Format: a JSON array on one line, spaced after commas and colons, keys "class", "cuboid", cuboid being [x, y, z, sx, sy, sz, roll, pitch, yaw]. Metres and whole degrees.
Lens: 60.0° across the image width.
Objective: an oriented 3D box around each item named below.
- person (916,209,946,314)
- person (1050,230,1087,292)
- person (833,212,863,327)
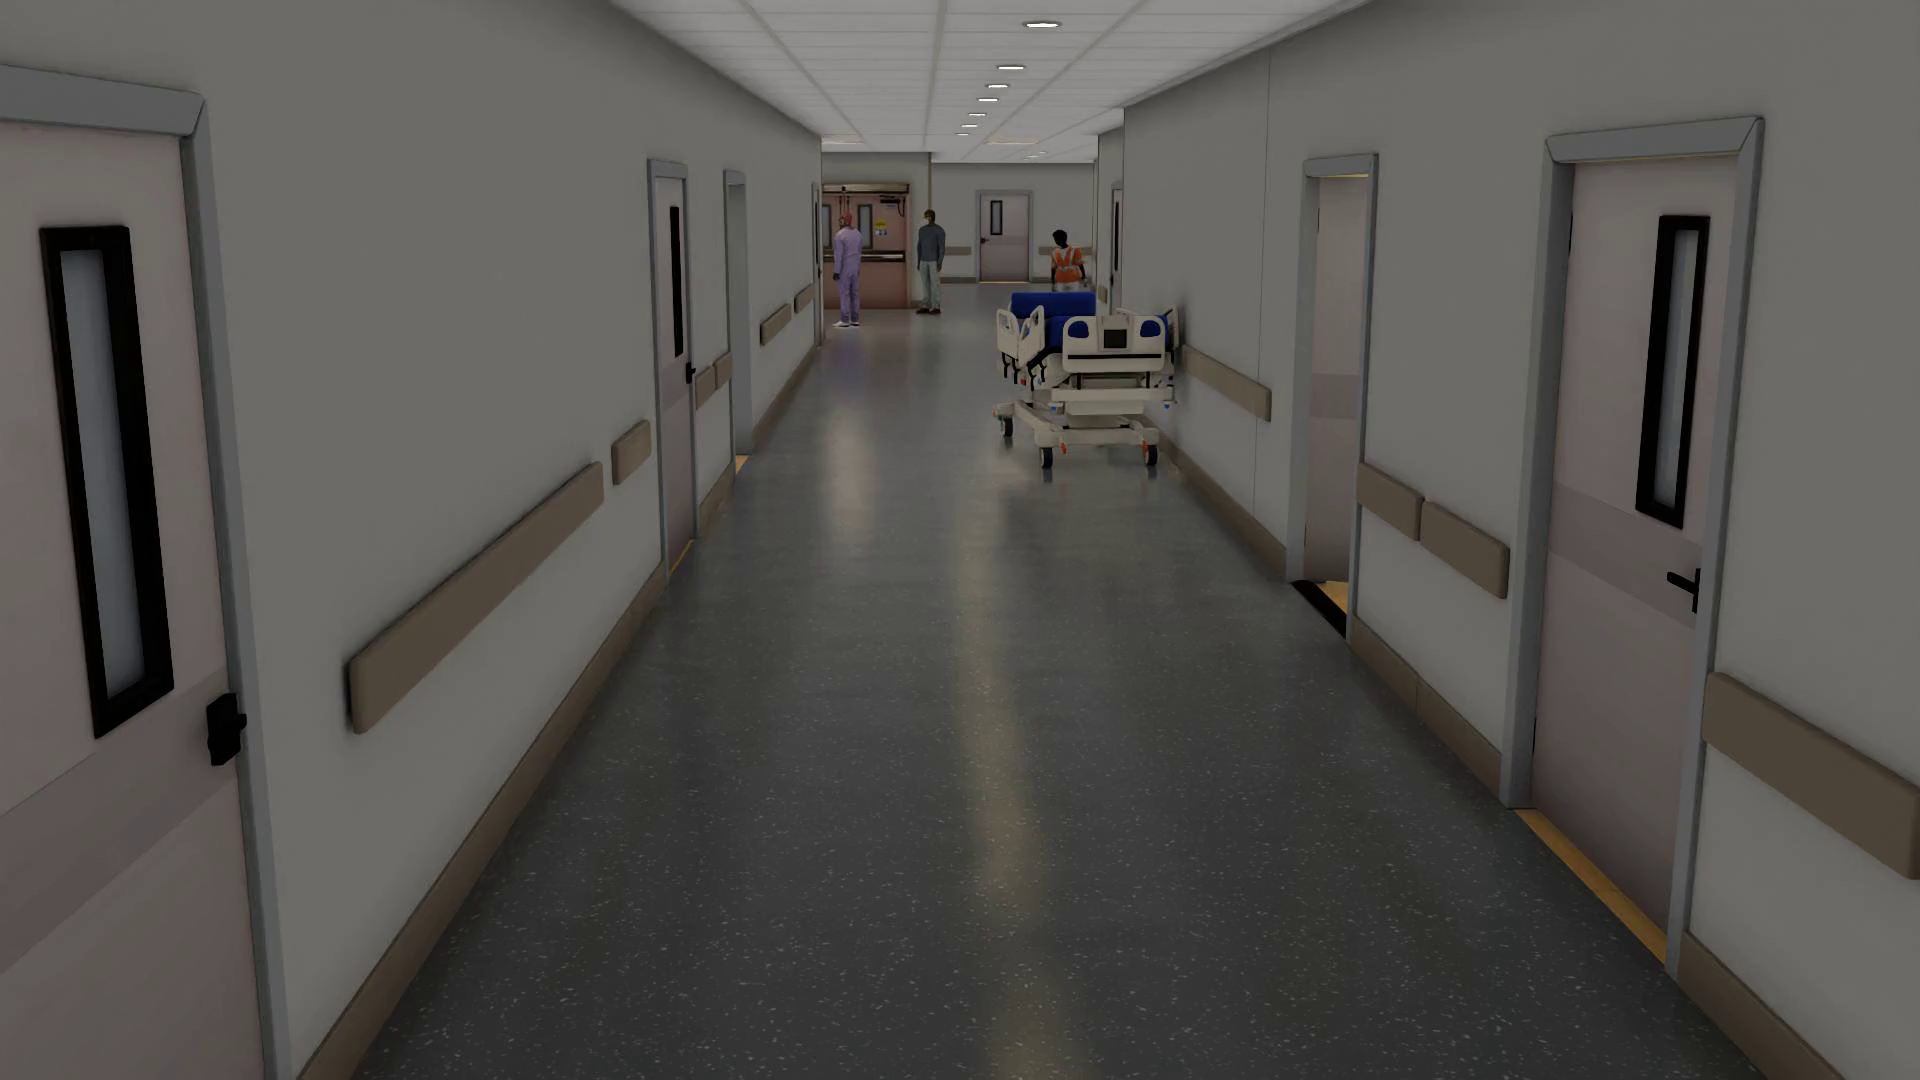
[{"class": "person", "cuboid": [-0.553, -5.165, 30.913, 0.631, 1.940, 0.372, 9, 15, 38]}, {"class": "person", "cuboid": [1.738, -4.113, 26.507, 0.641, 1.646, 0.343, 6, 13, 26]}, {"class": "person", "cuboid": [-1.917, -4.542, 27.955, 0.409, 1.907, 0.649, 8, 14, 33]}]
